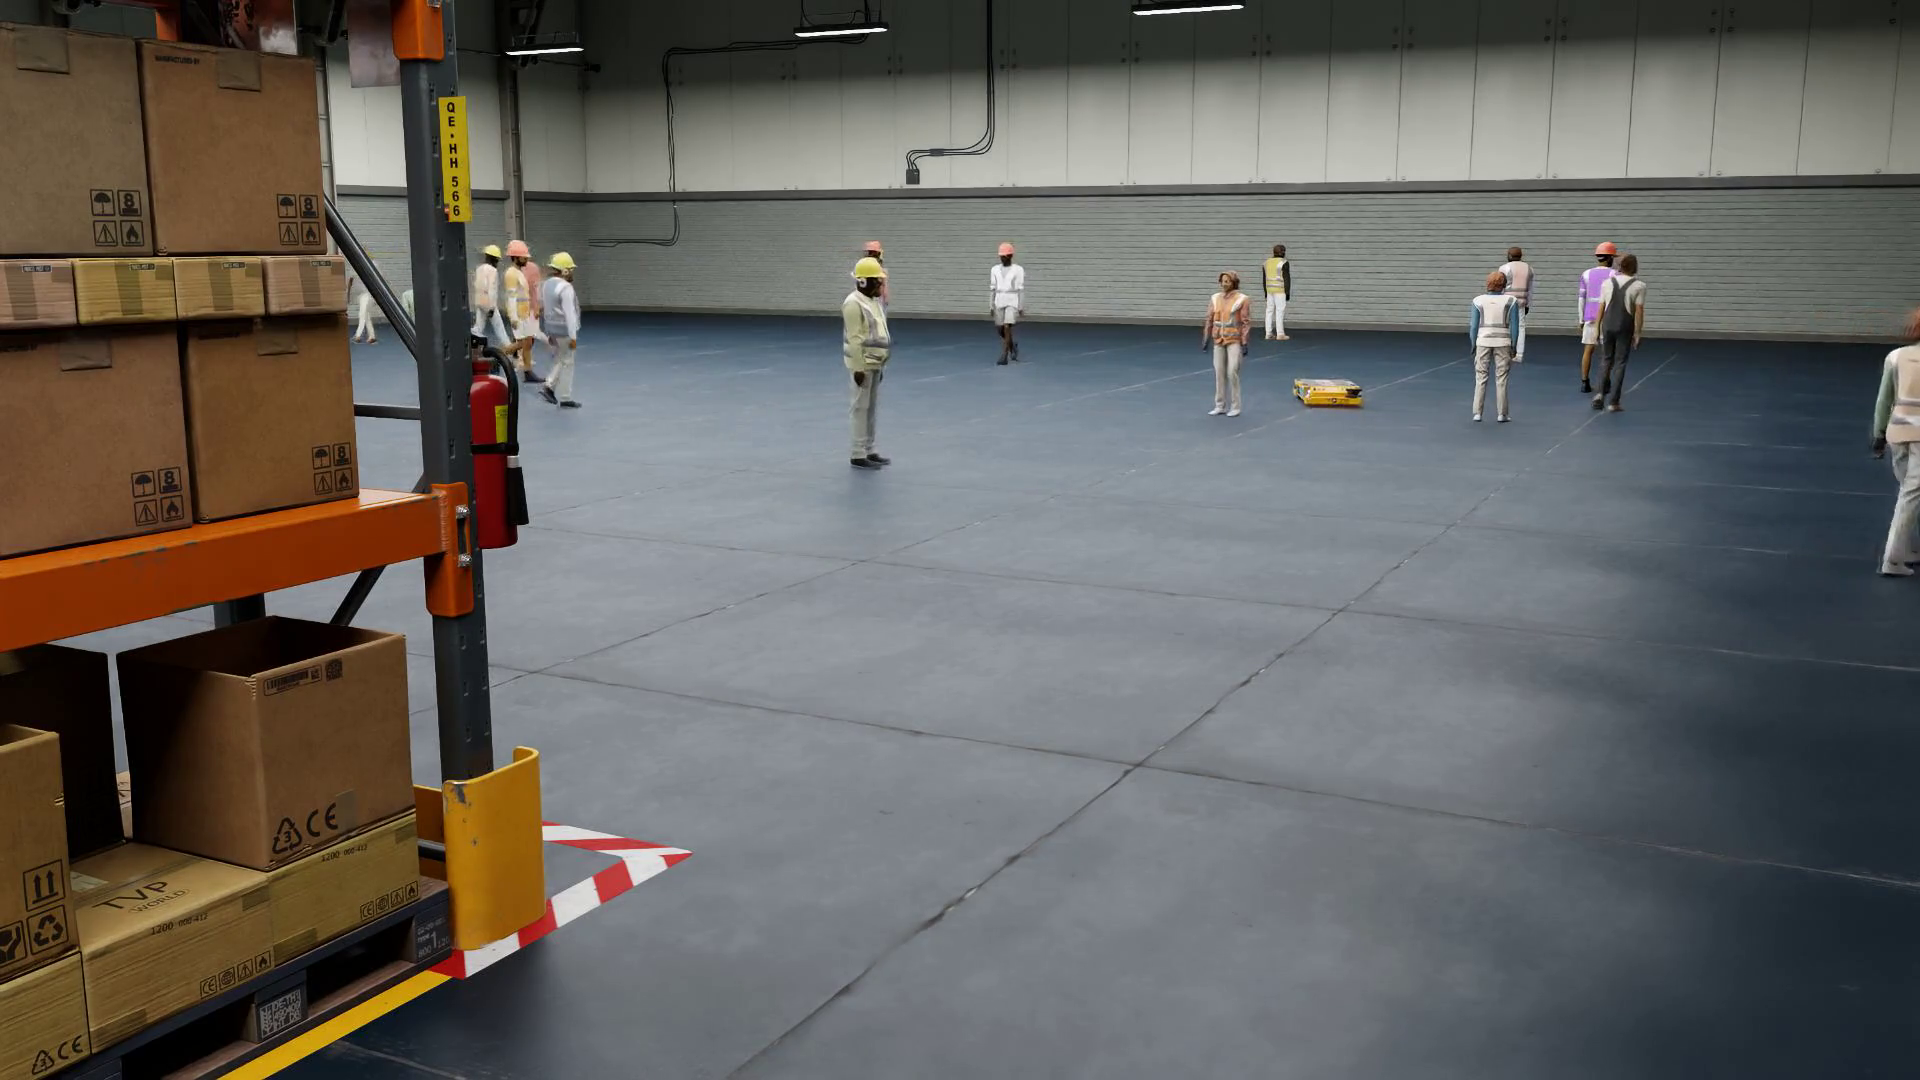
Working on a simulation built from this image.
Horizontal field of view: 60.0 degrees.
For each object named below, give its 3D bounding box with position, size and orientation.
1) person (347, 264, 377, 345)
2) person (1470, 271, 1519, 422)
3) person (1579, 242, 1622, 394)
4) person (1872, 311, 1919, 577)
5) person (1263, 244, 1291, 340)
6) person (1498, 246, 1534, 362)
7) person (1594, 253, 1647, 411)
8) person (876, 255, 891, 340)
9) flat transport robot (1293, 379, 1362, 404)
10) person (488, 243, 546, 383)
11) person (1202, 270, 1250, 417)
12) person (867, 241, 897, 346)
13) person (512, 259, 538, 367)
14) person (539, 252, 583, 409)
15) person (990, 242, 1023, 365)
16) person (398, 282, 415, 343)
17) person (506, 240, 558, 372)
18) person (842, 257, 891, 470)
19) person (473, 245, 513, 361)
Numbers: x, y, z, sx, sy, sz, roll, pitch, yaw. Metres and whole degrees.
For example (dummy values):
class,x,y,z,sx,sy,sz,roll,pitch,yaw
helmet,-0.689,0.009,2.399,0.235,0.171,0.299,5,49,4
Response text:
class,x,y,z,sx,sy,sz,roll,pitch,yaw
person,-11.137,-4.517,30.757,0.572,1.824,0.939,4,11,22
person,5.789,-2.091,18.040,0.511,1.640,0.308,5,11,24
person,8.219,-2.844,21.346,0.547,1.934,0.376,9,14,40
person,5.781,-0.587,9.915,0.746,1.610,0.513,-5,11,-25
person,6.186,-4.822,32.382,0.429,1.841,0.634,-8,13,-37
person,8.820,-3.757,26.577,0.630,1.842,0.429,-3,11,-14
person,7.609,-2.388,19.203,0.543,1.812,0.480,9,13,39
person,-1.586,-4.571,31.360,0.537,1.718,0.928,3,11,15
flat transport robot,4.473,-1.819,20.290,0.652,0.197,1.431,1,10,5
person,-6.081,-3.090,22.729,0.694,1.920,0.556,0,10,1
person,3.009,-2.209,18.693,0.523,1.640,0.324,10,14,42
person,-1.477,-4.421,30.007,0.829,1.902,0.584,1,10,8
person,-6.699,-3.487,25.551,0.476,1.675,0.560,-7,13,-35
person,-4.610,-2.424,19.348,0.427,1.821,0.614,-9,14,-40
person,0.756,-3.737,26.271,0.555,1.916,0.777,5,11,24
person,-6.727,-2.567,20.784,0.517,1.588,0.865,0,10,1
person,-6.400,-3.484,24.794,0.617,1.960,0.794,5,11,25
person,-0.806,-1.535,14.485,0.403,1.830,0.595,3,11,16
person,-7.366,-3.692,26.177,1.019,1.853,0.593,-10,14,-43
